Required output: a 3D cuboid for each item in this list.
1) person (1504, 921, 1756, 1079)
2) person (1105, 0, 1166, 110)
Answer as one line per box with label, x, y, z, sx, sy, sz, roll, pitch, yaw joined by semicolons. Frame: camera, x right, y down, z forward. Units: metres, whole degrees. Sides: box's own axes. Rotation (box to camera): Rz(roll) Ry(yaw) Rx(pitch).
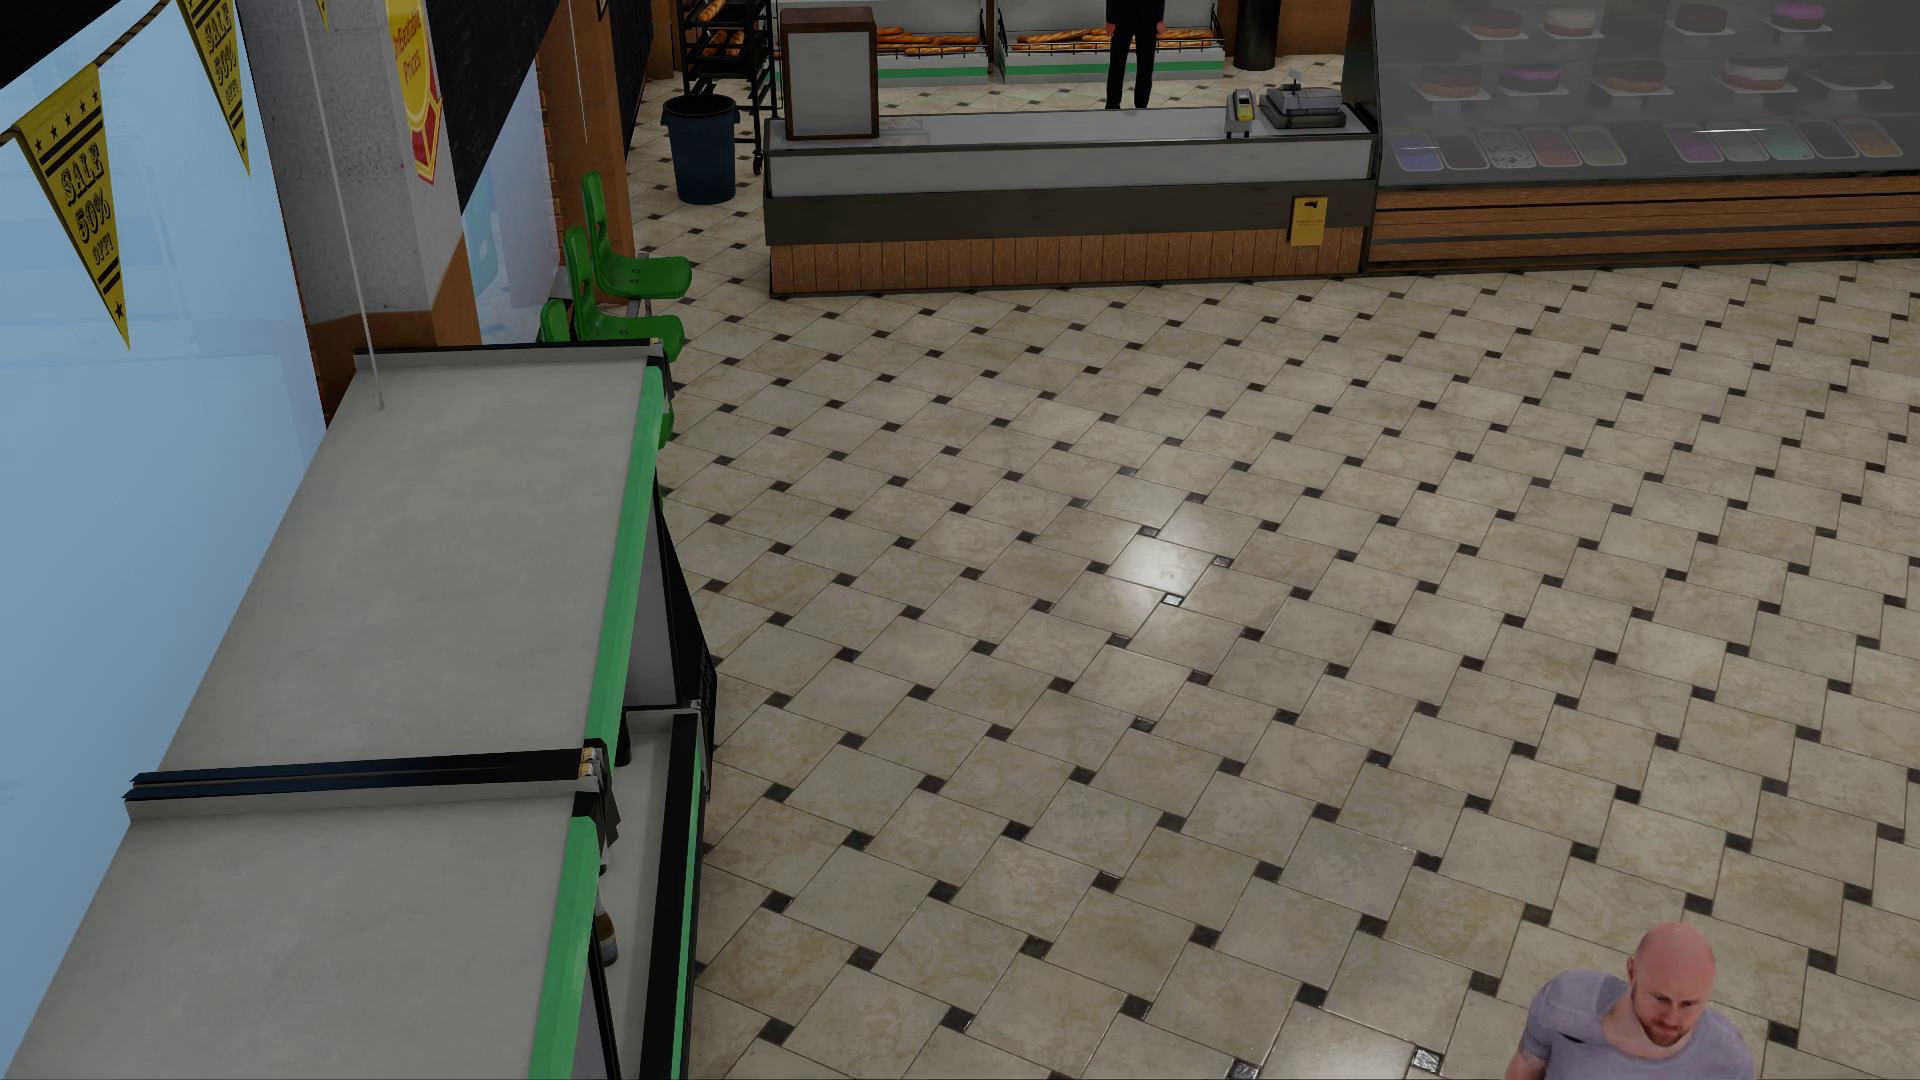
person;1.620;1.563;4.231;1.040;1.773;1.405;11;33;17
person;1.428;-4.236;13.464;0.628;1.866;0.549;-3;32;-4
